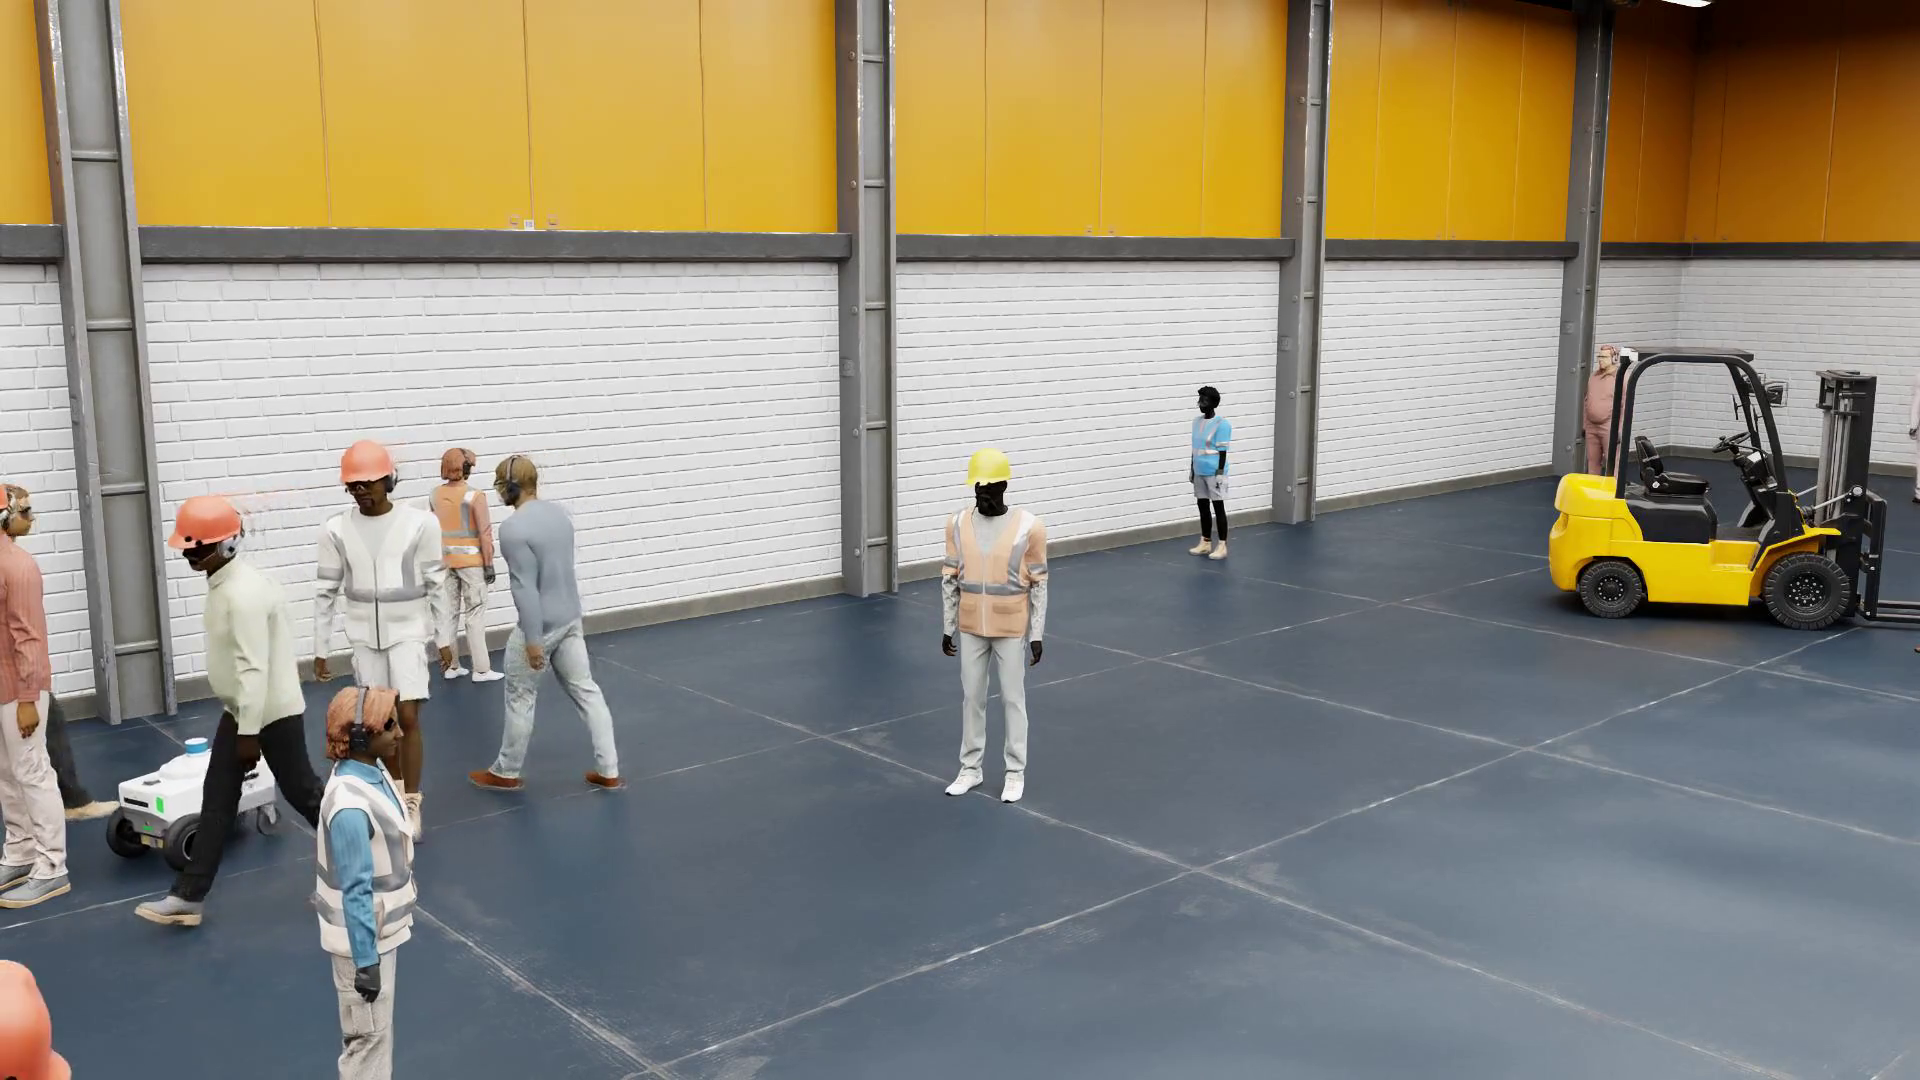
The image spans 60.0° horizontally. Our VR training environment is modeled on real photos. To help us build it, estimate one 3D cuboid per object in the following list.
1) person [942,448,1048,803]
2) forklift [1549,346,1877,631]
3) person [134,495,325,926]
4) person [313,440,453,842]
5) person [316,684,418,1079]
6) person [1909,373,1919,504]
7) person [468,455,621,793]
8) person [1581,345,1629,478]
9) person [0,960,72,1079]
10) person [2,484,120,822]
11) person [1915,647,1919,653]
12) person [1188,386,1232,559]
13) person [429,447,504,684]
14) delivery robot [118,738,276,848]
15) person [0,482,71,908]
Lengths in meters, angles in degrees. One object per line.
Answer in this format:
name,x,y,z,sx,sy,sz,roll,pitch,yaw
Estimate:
person,0.171,0.460,8.978,0.593,1.924,0.380,4,10,22
forklift,6.109,-0.478,13.691,2.313,2.155,1.214,3,10,16
person,-3.106,0.742,7.298,1.051,1.927,0.651,-8,12,-39
person,-2.927,0.520,8.327,0.644,2.023,0.740,0,10,-2
person,-1.854,1.249,5.228,0.310,1.631,0.513,-3,10,-15
person,11.654,-1.358,19.763,0.666,1.887,0.399,5,11,27
person,-2.266,0.473,9.113,0.864,1.878,0.650,3,10,18
person,7.538,-1.324,19.485,0.408,1.909,0.639,-5,11,-28
person,-1.567,1.585,2.482,0.558,1.889,0.620,1,10,7
person,-4.928,0.607,8.499,0.946,1.810,0.517,-5,11,-26
person,7.343,-0.059,12.076,0.410,1.909,0.643,-3,10,-18
person,2.428,-0.663,16.240,0.320,1.692,0.534,-6,11,-30
person,-3.426,0.178,11.474,0.513,1.639,0.307,4,11,24
delivery robot,-3.758,1.223,8.228,0.477,0.478,0.707,5,10,28
person,-4.366,0.671,7.573,0.614,1.987,0.407,7,12,36
